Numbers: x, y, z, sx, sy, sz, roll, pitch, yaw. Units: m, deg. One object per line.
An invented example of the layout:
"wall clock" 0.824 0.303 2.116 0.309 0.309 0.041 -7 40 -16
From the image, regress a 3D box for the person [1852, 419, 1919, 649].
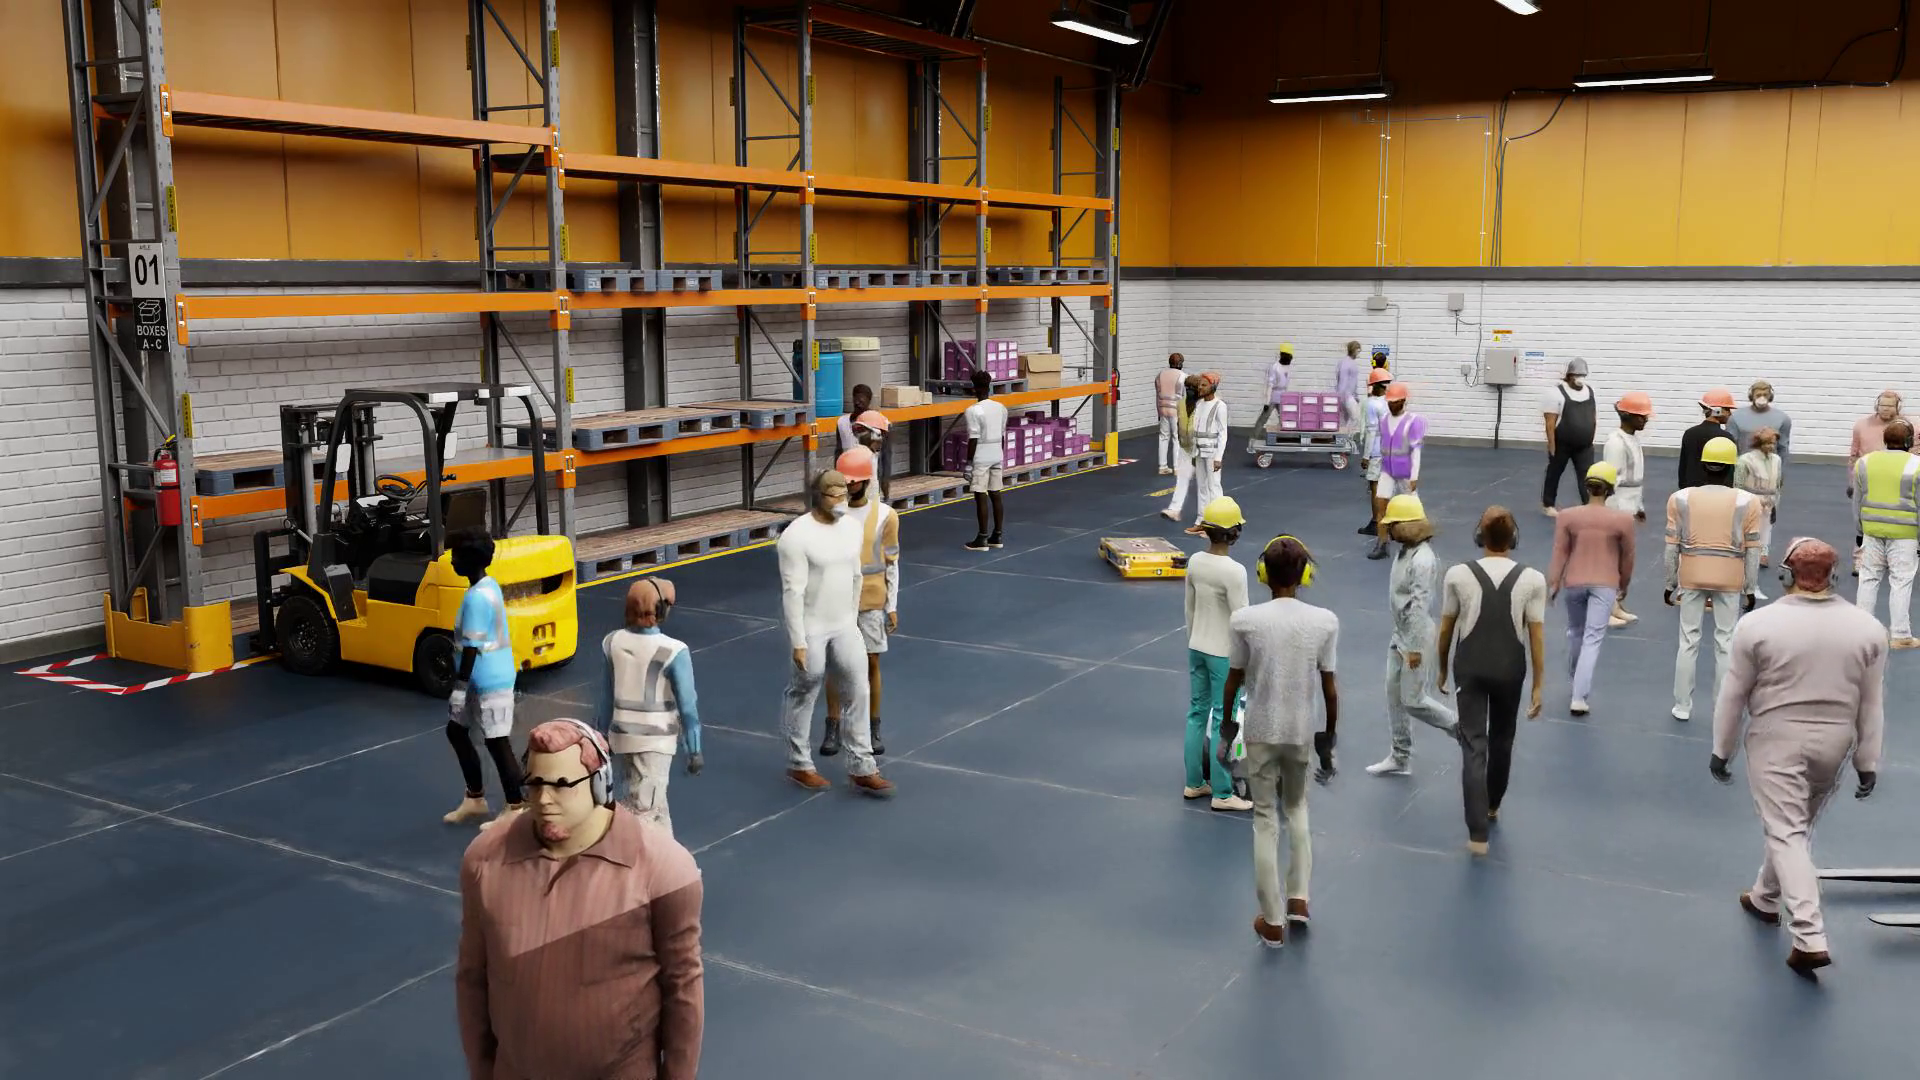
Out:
"person" 7.516 -0.050 13.405 0.429 1.847 0.626 -6 11 -33

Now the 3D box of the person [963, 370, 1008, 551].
"person" 0.264 -0.864 18.110 0.373 1.963 0.607 8 12 42

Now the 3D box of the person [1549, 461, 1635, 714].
"person" 4.388 0.314 11.546 0.515 1.711 0.945 6 11 34

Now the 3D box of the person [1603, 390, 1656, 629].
"person" 5.676 -0.265 14.179 0.413 2.034 0.680 6 11 35

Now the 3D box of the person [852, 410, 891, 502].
"person" -0.787 -0.029 12.937 0.578 1.945 0.642 -2 9 -11

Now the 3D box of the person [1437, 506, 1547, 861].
"person" 2.795 0.712 8.792 0.515 1.788 0.964 2 9 12

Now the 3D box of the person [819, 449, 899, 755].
"person" -0.651 0.389 10.383 0.545 1.933 0.376 0 9 0

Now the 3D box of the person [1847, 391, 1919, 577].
"person" 9.275 -0.578 16.713 0.655 1.851 1.011 6 11 35

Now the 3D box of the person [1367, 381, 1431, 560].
"person" 4.702 -0.755 17.690 0.967 1.898 0.551 -9 13 -44

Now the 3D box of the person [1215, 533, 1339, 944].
"person" 1.419 0.892 7.530 0.511 1.852 0.492 -1 9 -4

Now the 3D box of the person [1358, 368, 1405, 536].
"person" 4.831 -1.014 19.150 0.542 1.930 0.366 -6 11 -33

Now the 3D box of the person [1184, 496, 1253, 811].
"person" 1.461 0.635 9.355 0.300 1.772 0.532 -5 10 -27

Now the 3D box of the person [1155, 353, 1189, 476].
"person" 3.201 -1.875 24.848 0.619 1.836 0.431 8 12 40

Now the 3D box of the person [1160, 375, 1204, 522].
"person" 2.845 -1.102 20.136 0.645 1.778 0.990 8 12 40

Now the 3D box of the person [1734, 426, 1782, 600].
"person" 7.366 -0.276 15.551 0.524 1.619 0.645 -4 10 -22

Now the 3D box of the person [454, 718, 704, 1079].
"person" -0.980 1.383 4.259 0.642 1.909 0.399 1 9 6

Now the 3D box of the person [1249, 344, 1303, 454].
"person" 5.271 -2.339 27.681 1.051 1.845 0.668 8 12 42

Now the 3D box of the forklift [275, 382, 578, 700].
"forklift" -3.974 -0.067 12.417 2.313 2.155 1.214 5 11 30

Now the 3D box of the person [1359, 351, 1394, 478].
"person" 6.125 -1.835 24.463 0.532 1.870 0.315 -5 10 -28

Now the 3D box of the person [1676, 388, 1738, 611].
"person" 6.706 -0.367 14.920 0.391 1.991 0.612 -3 9 -16

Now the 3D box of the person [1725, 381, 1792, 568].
"person" 8.138 -0.669 17.047 0.628 1.905 0.920 5 10 27

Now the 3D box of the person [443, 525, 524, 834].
"person" -2.604 0.763 8.857 0.575 1.677 0.541 -3 10 -17

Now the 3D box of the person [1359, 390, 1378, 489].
"person" 5.725 -1.409 22.680 0.527 1.583 0.863 3 10 19

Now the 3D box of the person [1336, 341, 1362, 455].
"person" 6.422 -2.322 27.358 0.627 1.906 0.761 4 10 23

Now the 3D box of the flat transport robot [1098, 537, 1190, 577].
"flat transport robot" 1.868 0.160 16.985 0.652 0.197 1.431 -1 9 -7

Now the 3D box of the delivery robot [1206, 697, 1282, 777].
"delivery robot" 1.667 1.151 9.623 0.477 0.478 0.707 -1 9 -6

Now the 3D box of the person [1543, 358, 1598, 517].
"person" 7.474 -1.252 20.289 0.704 2.000 1.024 -1 9 -7

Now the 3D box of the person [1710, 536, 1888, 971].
"person" 3.695 0.915 7.344 0.659 1.863 0.992 0 9 2

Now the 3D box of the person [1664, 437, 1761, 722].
"person" 5.012 0.274 11.114 0.585 1.929 0.371 5 10 28

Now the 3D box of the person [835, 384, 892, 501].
"person" -0.974 -0.611 16.678 0.594 1.919 0.383 3 10 17

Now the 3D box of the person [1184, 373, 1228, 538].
"person" 2.829 -0.971 19.026 0.354 1.884 0.576 -4 10 -25

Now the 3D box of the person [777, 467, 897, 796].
"person" -0.709 0.546 9.466 0.658 1.905 0.846 -9 13 -44

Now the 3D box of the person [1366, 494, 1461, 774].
"person" 2.768 0.585 9.824 0.629 1.715 0.512 0 9 -3

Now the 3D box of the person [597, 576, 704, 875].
"person" -1.496 0.972 7.796 0.531 1.599 0.856 6 11 33
